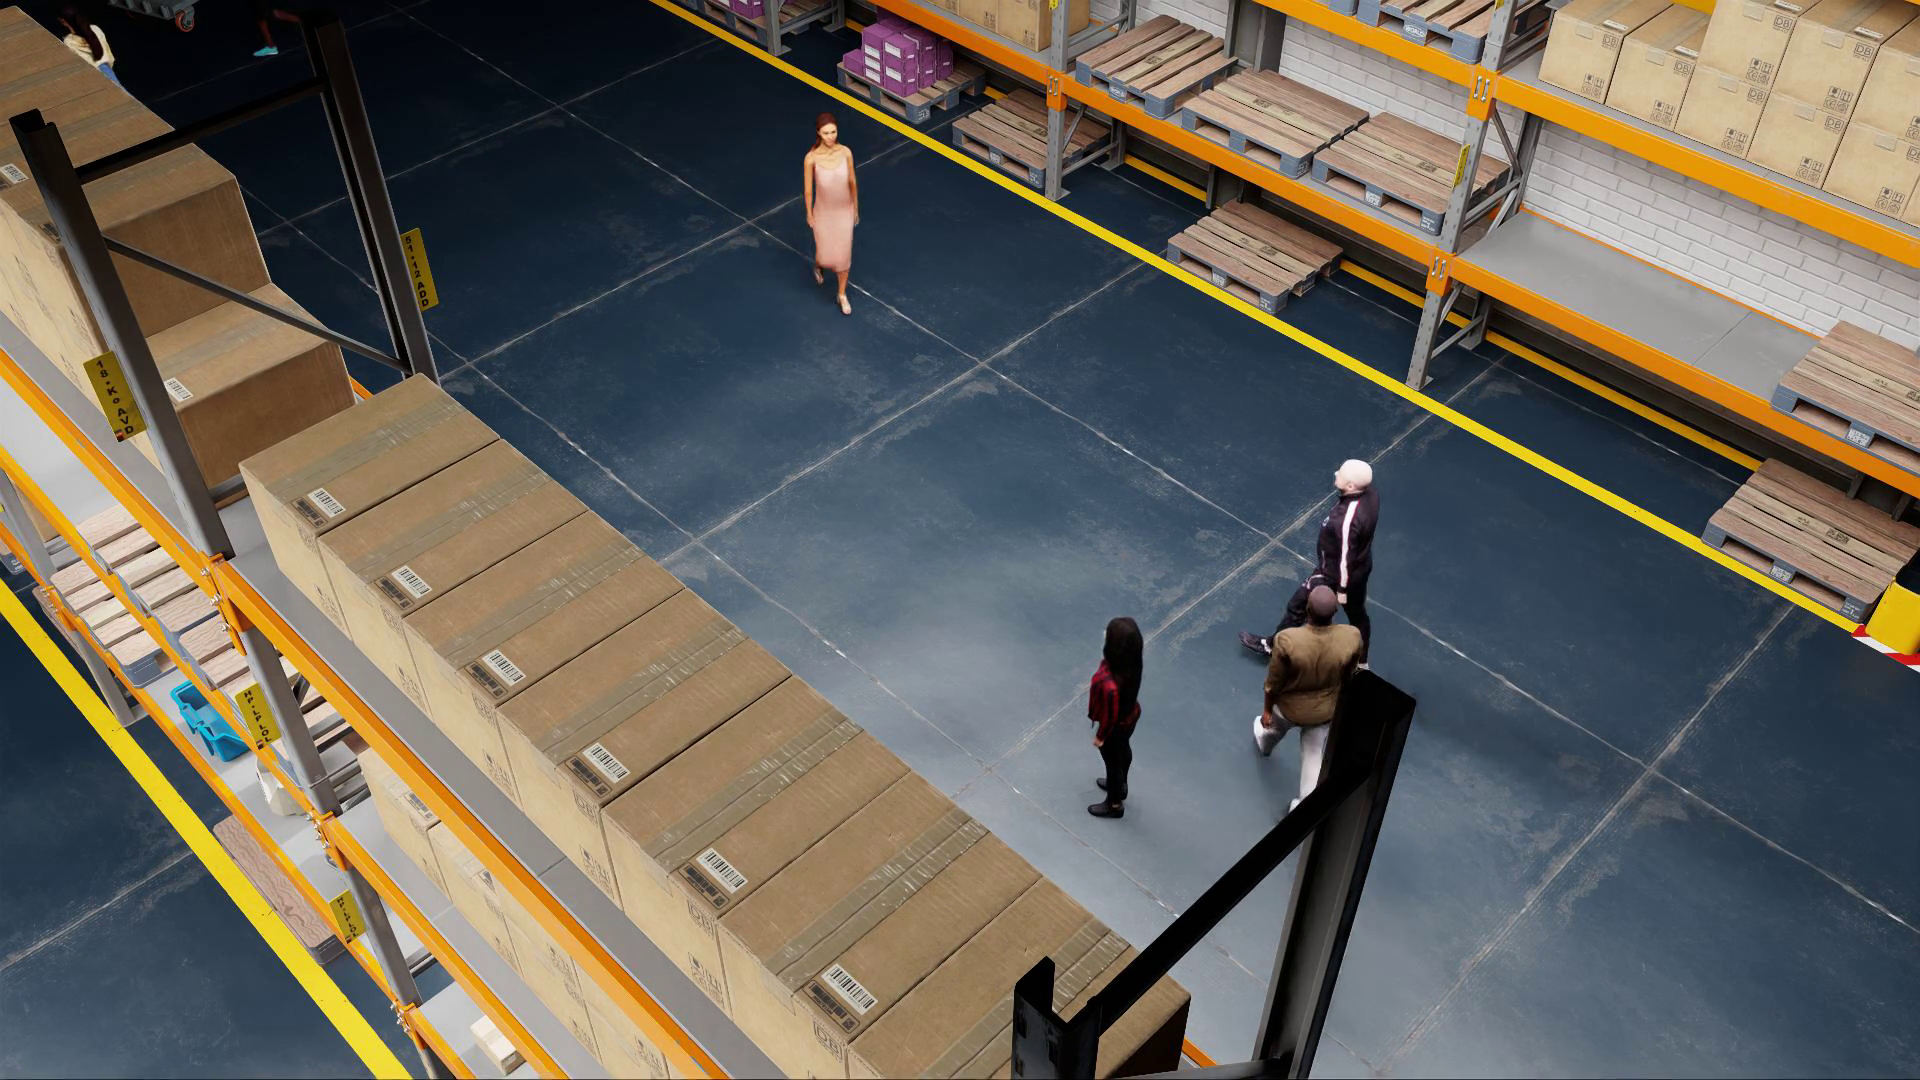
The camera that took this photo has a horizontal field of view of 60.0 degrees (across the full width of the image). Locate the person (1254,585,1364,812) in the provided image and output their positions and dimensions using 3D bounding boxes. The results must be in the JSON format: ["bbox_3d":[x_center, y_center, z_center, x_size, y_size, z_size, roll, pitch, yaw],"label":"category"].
[{"bbox_3d":[2.063,1.036,9.827,1.178,1.778,1.236,-1,44,-1],"label":"person"}]

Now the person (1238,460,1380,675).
[{"bbox_3d":[2.539,0.239,10.650,1.163,1.798,0.851,24,48,23],"label":"person"}]

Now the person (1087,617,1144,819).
[{"bbox_3d":[0.947,1.055,9.894,0.645,1.658,0.658,15,46,15],"label":"person"}]

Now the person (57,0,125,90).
[{"bbox_3d":[-7.910,-4.164,15.427,1.154,1.583,0.834,22,48,21],"label":"person"}]

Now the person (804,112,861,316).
[{"bbox_3d":[-1.072,-2.734,13.753,0.749,1.822,0.862,-15,46,-15],"label":"person"}]
